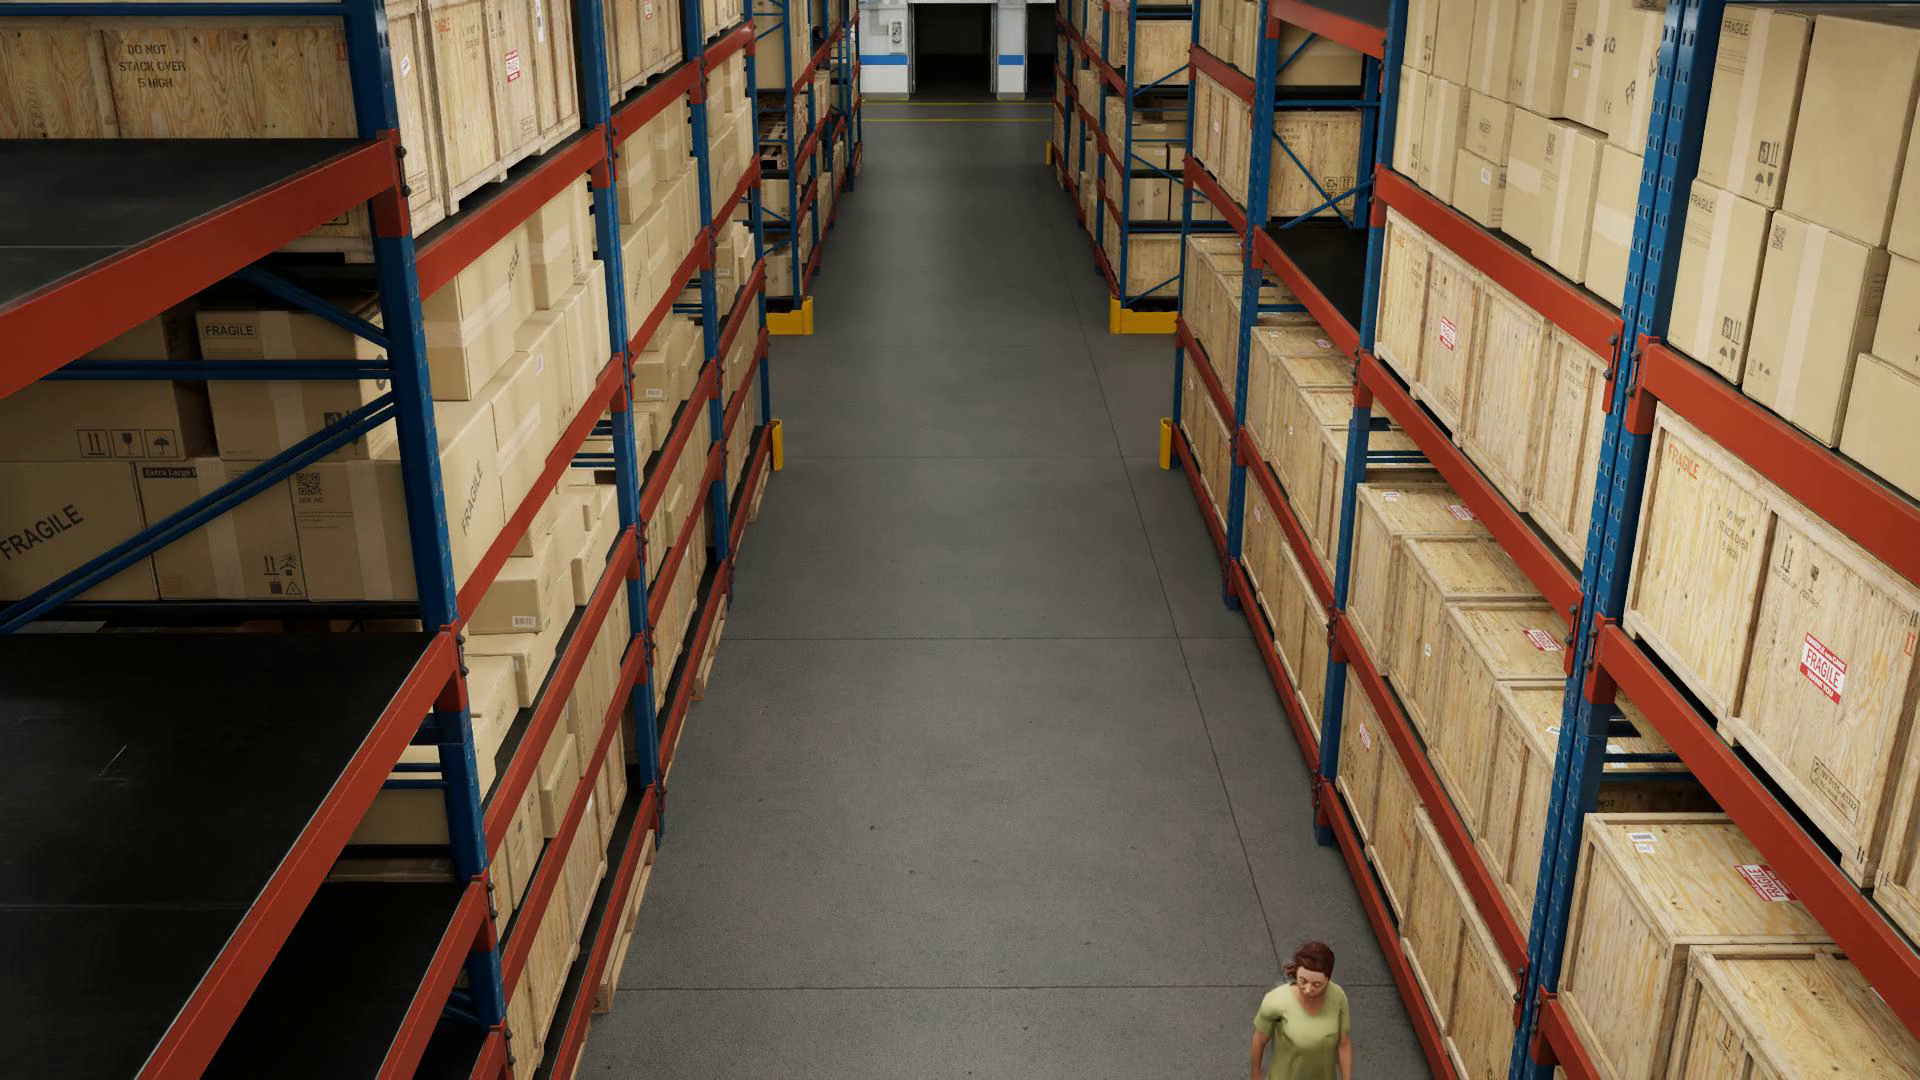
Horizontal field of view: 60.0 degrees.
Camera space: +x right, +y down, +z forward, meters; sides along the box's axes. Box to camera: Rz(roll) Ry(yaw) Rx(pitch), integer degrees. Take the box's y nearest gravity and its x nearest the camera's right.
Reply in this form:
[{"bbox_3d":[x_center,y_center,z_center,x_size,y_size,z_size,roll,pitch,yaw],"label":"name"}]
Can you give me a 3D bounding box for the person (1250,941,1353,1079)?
[{"bbox_3d":[1.676,2.652,7.878,0.449,1.642,0.918,-8,23,-19],"label":"person"}]
